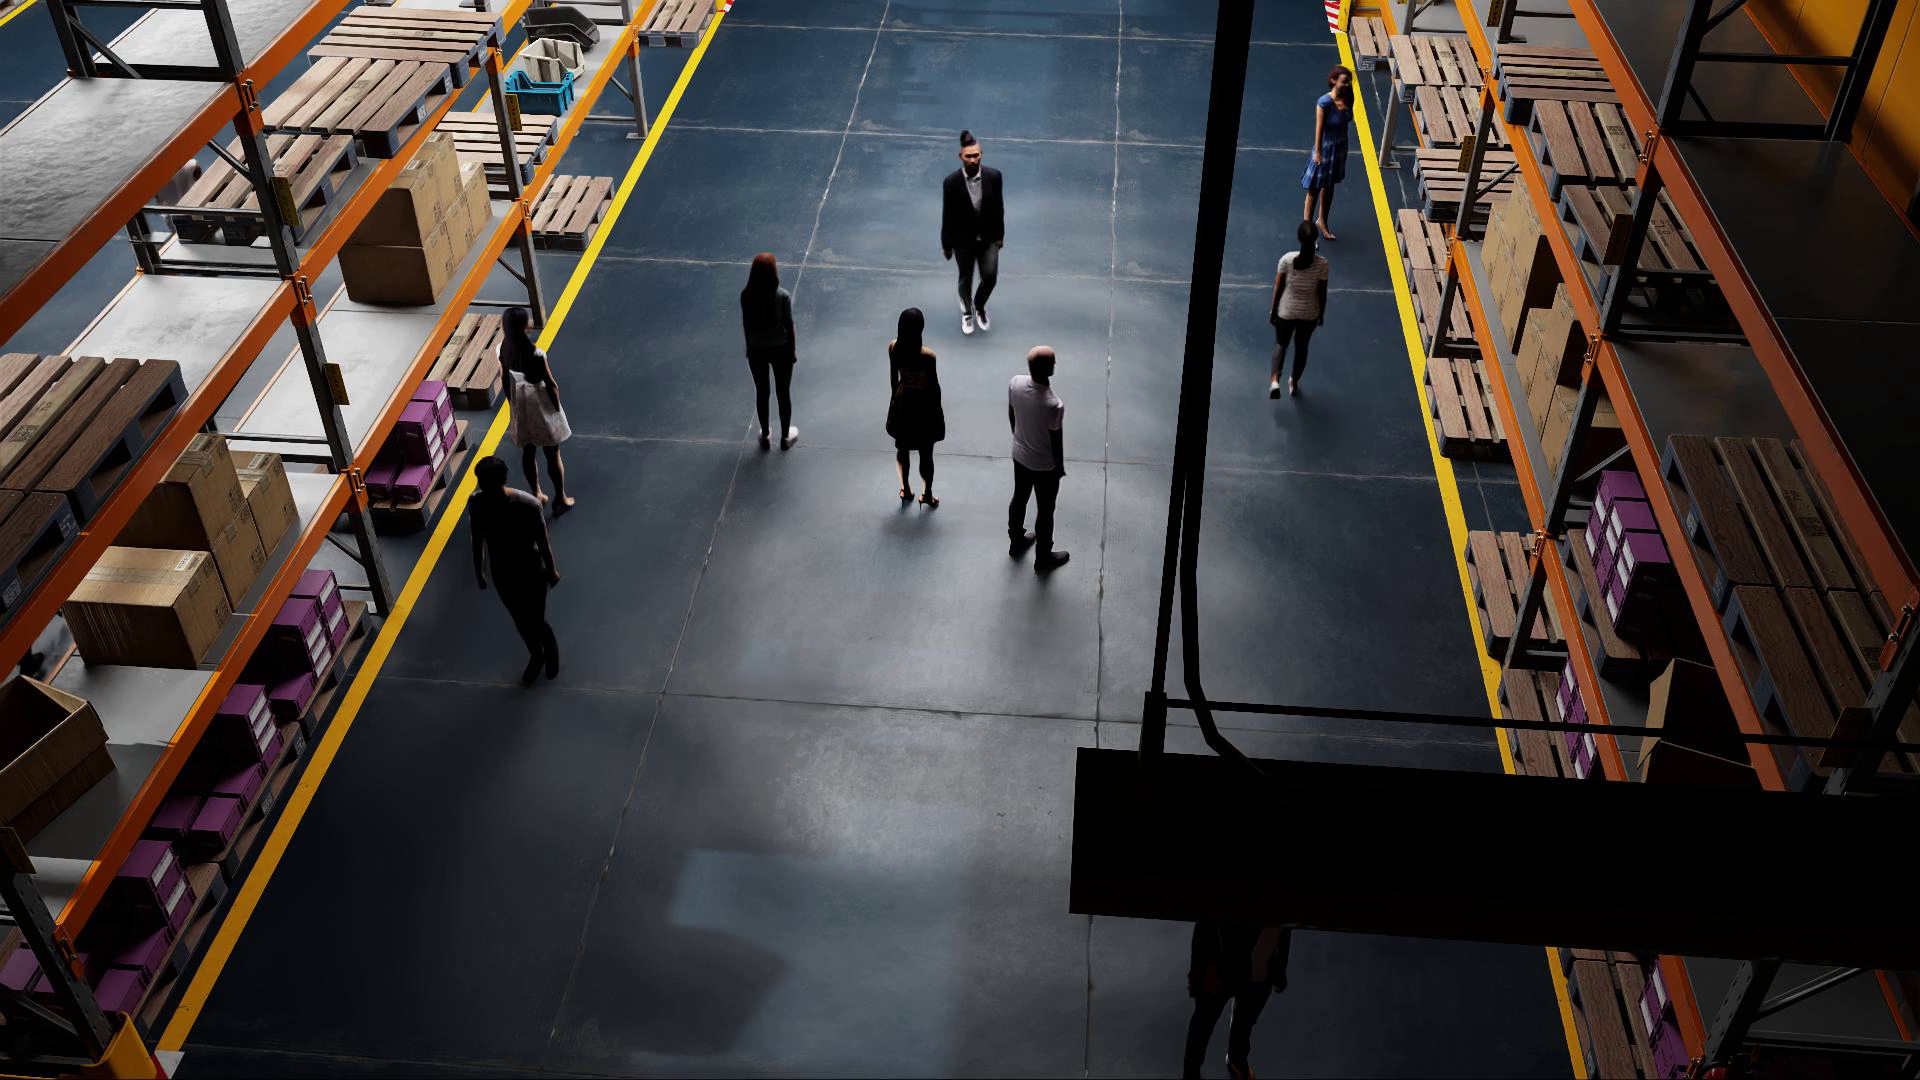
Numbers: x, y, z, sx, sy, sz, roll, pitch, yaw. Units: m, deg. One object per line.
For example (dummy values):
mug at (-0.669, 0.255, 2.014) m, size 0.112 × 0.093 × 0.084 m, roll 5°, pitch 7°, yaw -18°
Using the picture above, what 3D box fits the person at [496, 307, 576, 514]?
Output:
person at (-3.231, -0.975, 12.626) m, size 0.684 × 1.773 × 0.676 m, roll 9°, pitch 39°, yaw 11°

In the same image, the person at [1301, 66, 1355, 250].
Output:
person at (3.553, -3.689, 15.997) m, size 0.736 × 1.806 × 0.805 m, roll -30°, pitch 47°, yaw -32°

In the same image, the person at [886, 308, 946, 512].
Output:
person at (-0.339, -0.989, 12.642) m, size 0.768 × 1.774 × 0.794 m, roll 18°, pitch 42°, yaw 21°

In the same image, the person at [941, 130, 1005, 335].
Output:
person at (0.103, -2.752, 14.719) m, size 0.808 × 1.938 × 0.761 m, roll -6°, pitch 39°, yaw -7°

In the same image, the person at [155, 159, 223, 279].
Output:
person at (-7.029, -2.930, 15.153) m, size 0.741 × 1.673 × 0.825 m, roll 0°, pitch 39°, yaw 0°

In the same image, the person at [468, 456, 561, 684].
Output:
person at (-2.921, 0.157, 11.145) m, size 0.708 × 1.851 × 0.644 m, roll 6°, pitch 39°, yaw 7°

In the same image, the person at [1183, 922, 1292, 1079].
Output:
person at (1.420, 2.211, 8.542) m, size 0.735 × 1.890 × 0.670 m, roll -5°, pitch 39°, yaw -6°

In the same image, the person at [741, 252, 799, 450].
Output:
person at (-1.518, -1.497, 13.304) m, size 0.560 × 1.741 × 0.505 m, roll 3°, pitch 39°, yaw 4°

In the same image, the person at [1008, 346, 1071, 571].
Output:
person at (0.545, -0.605, 12.113) m, size 0.810 × 1.834 × 0.754 m, roll -28°, pitch 47°, yaw -31°

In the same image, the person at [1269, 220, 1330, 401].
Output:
person at (2.793, -1.839, 13.826) m, size 0.676 × 1.625 × 0.870 m, roll 10°, pitch 40°, yaw 13°
